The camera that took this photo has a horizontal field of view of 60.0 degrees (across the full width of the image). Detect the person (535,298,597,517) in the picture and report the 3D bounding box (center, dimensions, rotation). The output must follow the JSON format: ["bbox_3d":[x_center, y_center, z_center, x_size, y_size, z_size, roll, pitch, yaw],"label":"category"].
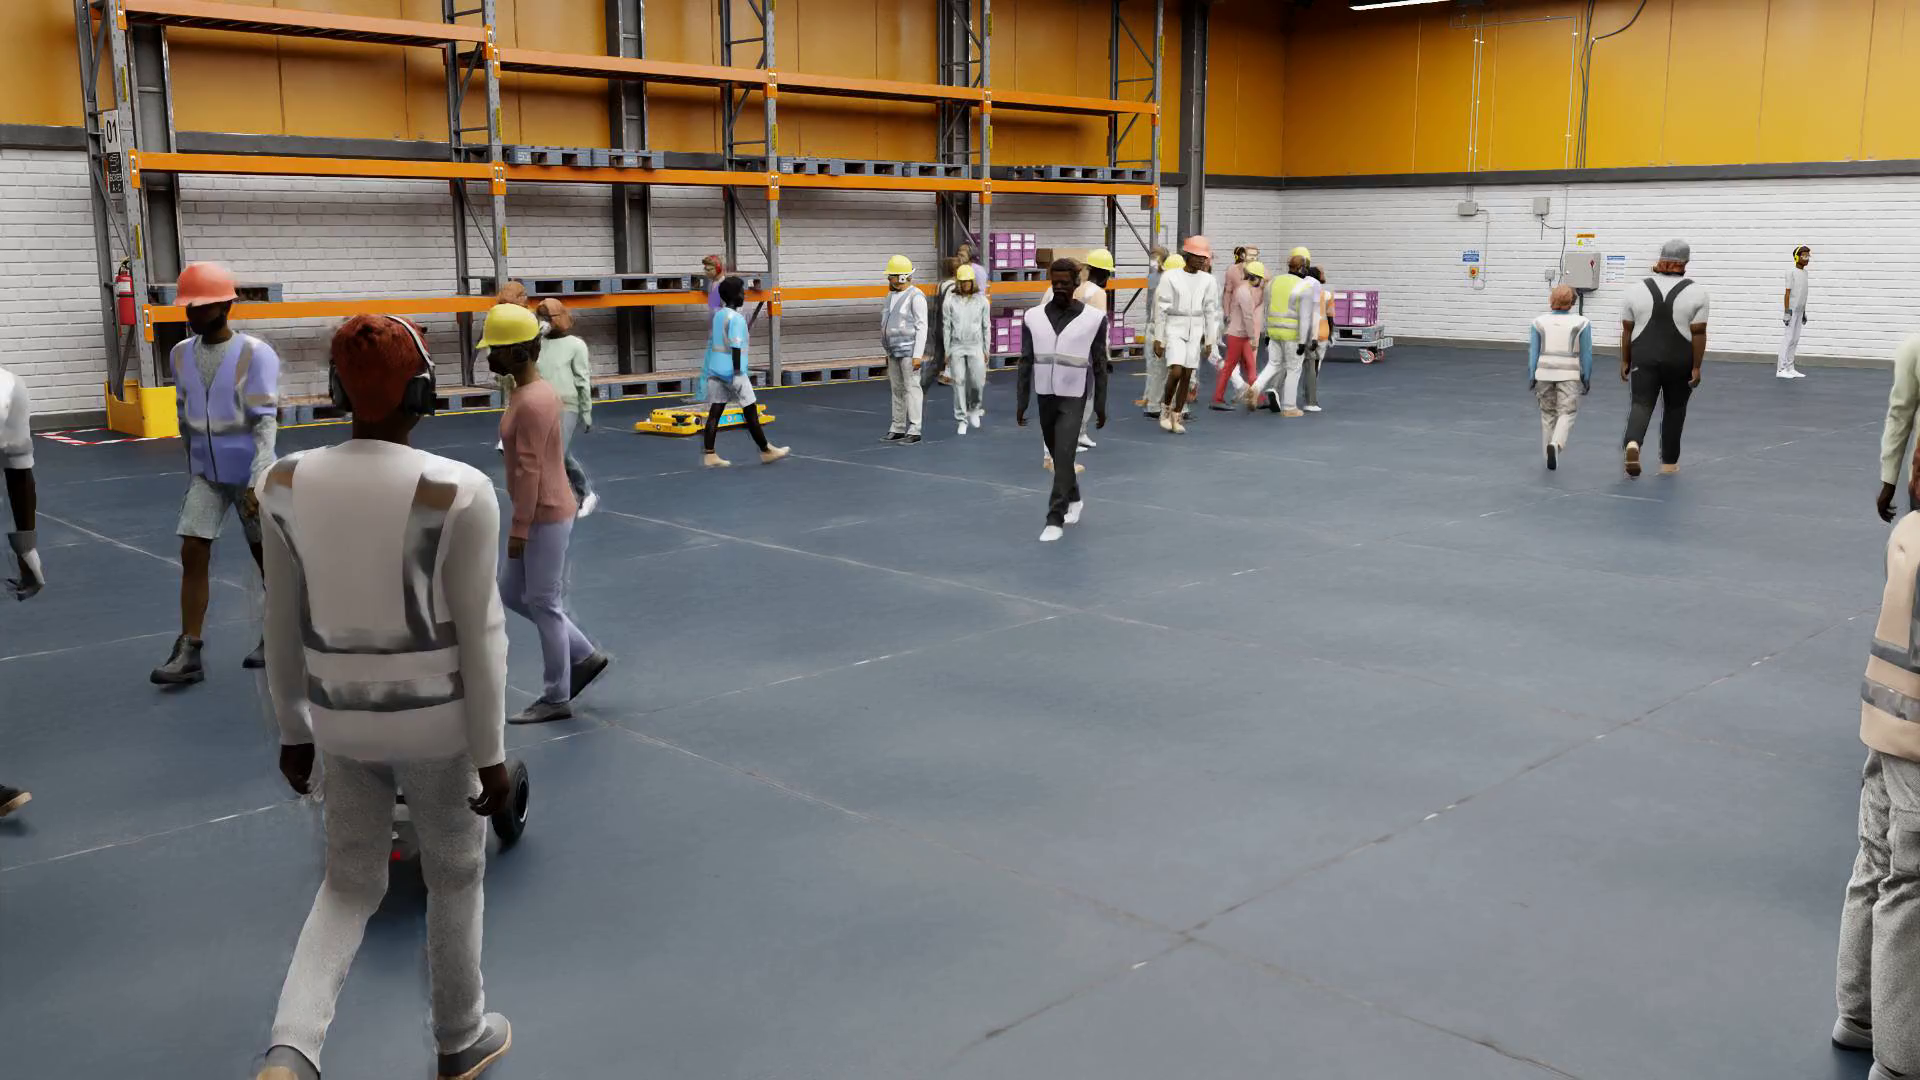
[{"bbox_3d":[-2.809,-0.907,11.701,0.513,1.597,0.824,5,11,24],"label":"person"}]

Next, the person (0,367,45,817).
[{"bbox_3d":[-3.530,0.013,5.807,0.883,1.913,0.634,6,12,30],"label":"person"}]

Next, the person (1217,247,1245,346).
[{"bbox_3d":[4.860,-4.373,30.015,0.699,1.825,0.550,7,13,35],"label":"person"}]

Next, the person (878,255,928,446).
[{"bbox_3d":[-0.555,-1.828,16.089,0.404,1.829,0.591,-7,13,-35],"label":"person"}]

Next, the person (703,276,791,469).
[{"bbox_3d":[-1.891,-1.452,14.474,0.819,1.655,0.553,-7,12,-32],"label":"person"}]

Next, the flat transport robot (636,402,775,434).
[{"bbox_3d":[-2.654,-1.292,17.419,0.652,0.197,1.431,7,13,34],"label":"flat transport robot"}]

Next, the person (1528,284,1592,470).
[{"bbox_3d":[5.105,-1.372,14.215,0.522,1.616,0.665,7,12,33],"label":"person"}]

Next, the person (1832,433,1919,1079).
[{"bbox_3d":[2.286,0.498,3.915,0.314,1.641,0.514,3,11,14],"label":"person"}]

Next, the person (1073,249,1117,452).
[{"bbox_3d":[1.167,-1.749,15.471,0.598,1.889,0.592,-2,11,-13],"label":"person"}]

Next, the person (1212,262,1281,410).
[{"bbox_3d":[3.314,-2.330,19.124,0.844,1.702,0.538,2,11,10],"label":"person"}]

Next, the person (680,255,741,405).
[{"bbox_3d":[-2.853,-2.408,19.347,0.911,1.787,0.644,-5,11,-25],"label":"person"}]

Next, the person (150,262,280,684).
[{"bbox_3d":[-3.369,-0.288,7.520,0.552,1.894,0.908,2,11,10],"label":"person"}]

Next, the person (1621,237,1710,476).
[{"bbox_3d":[5.883,-1.537,13.928,0.686,2.000,0.847,7,12,32],"label":"person"}]

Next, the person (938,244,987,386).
[{"bbox_3d":[0.088,-3.017,22.383,0.647,1.910,0.762,8,13,37],"label":"person"}]

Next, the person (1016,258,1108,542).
[{"bbox_3d":[0.705,-0.978,11.370,0.599,1.882,1.017,4,11,23],"label":"person"}]

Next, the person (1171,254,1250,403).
[{"bbox_3d":[3.045,-2.566,20.108,0.952,1.856,0.581,0,10,3],"label":"person"}]

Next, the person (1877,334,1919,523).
[{"bbox_3d":[4.267,-0.230,7.024,0.647,1.950,0.962,4,11,22],"label":"person"}]

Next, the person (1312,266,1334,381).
[{"bbox_3d":[4.985,-3.042,23.338,0.517,1.597,0.844,3,11,15],"label":"person"}]

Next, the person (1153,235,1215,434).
[{"bbox_3d":[2.296,-2.069,16.894,0.650,2.014,0.473,-3,11,-17],"label":"person"}]

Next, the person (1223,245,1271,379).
[{"bbox_3d":[4.023,-3.173,23.246,0.675,1.888,0.424,1,10,3],"label":"person"}]

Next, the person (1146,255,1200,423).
[{"bbox_3d":[2.362,-2.172,18.006,0.744,1.801,0.613,3,11,15],"label":"person"}]

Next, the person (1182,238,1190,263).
[{"bbox_3d":[3.859,-4.106,28.106,0.646,1.973,0.442,-1,10,-7],"label":"person"}]

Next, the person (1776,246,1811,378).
[{"bbox_3d":[11.910,-3.241,23.684,0.538,1.869,0.313,-8,13,-36],"label":"person"}]

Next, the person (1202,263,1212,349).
[{"bbox_3d":[4.184,-4.332,29.711,0.624,1.844,0.430,2,11,10],"label":"person"}]

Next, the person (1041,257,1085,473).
[{"bbox_3d":[0.887,-1.498,14.268,0.430,1.839,0.625,-1,10,-4],"label":"person"}]

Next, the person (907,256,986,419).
[{"bbox_3d":[-0.177,-2.224,18.364,0.954,1.808,0.522,-6,12,-31],"label":"person"}]

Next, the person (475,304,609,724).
[{"bbox_3d":[-1.755,-0.097,6.869,0.423,1.749,0.521,-4,11,-21],"label":"person"}]

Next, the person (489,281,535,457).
[{"bbox_3d":[-3.930,-1.482,14.791,0.508,1.622,0.368,5,12,27],"label":"person"}]

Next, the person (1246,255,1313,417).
[{"bbox_3d":[3.554,-2.237,18.386,0.698,1.812,0.672,-8,13,-37],"label":"person"}]

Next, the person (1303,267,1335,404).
[{"bbox_3d":[4.251,-2.475,20.111,0.536,1.639,0.914,-1,10,-3],"label":"person"}]

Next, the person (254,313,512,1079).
[{"bbox_3d":[-1.297,0.433,3.692,0.583,1.861,0.783,2,11,10],"label":"person"}]

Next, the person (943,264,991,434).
[{"bbox_3d":[0.067,-1.940,16.985,0.493,1.733,0.436,0,10,-2],"label":"person"}]

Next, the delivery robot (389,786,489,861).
[{"bbox_3d":[-1.710,0.740,5.307,0.477,0.478,0.707,0,10,-1],"label":"delivery robot"}]

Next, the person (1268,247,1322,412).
[{"bbox_3d":[3.816,-2.387,18.962,0.587,1.904,0.794,7,13,34],"label":"person"}]

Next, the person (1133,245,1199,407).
[{"bbox_3d":[2.448,-2.527,19.670,0.763,1.917,0.654,-5,12,-26],"label":"person"}]
